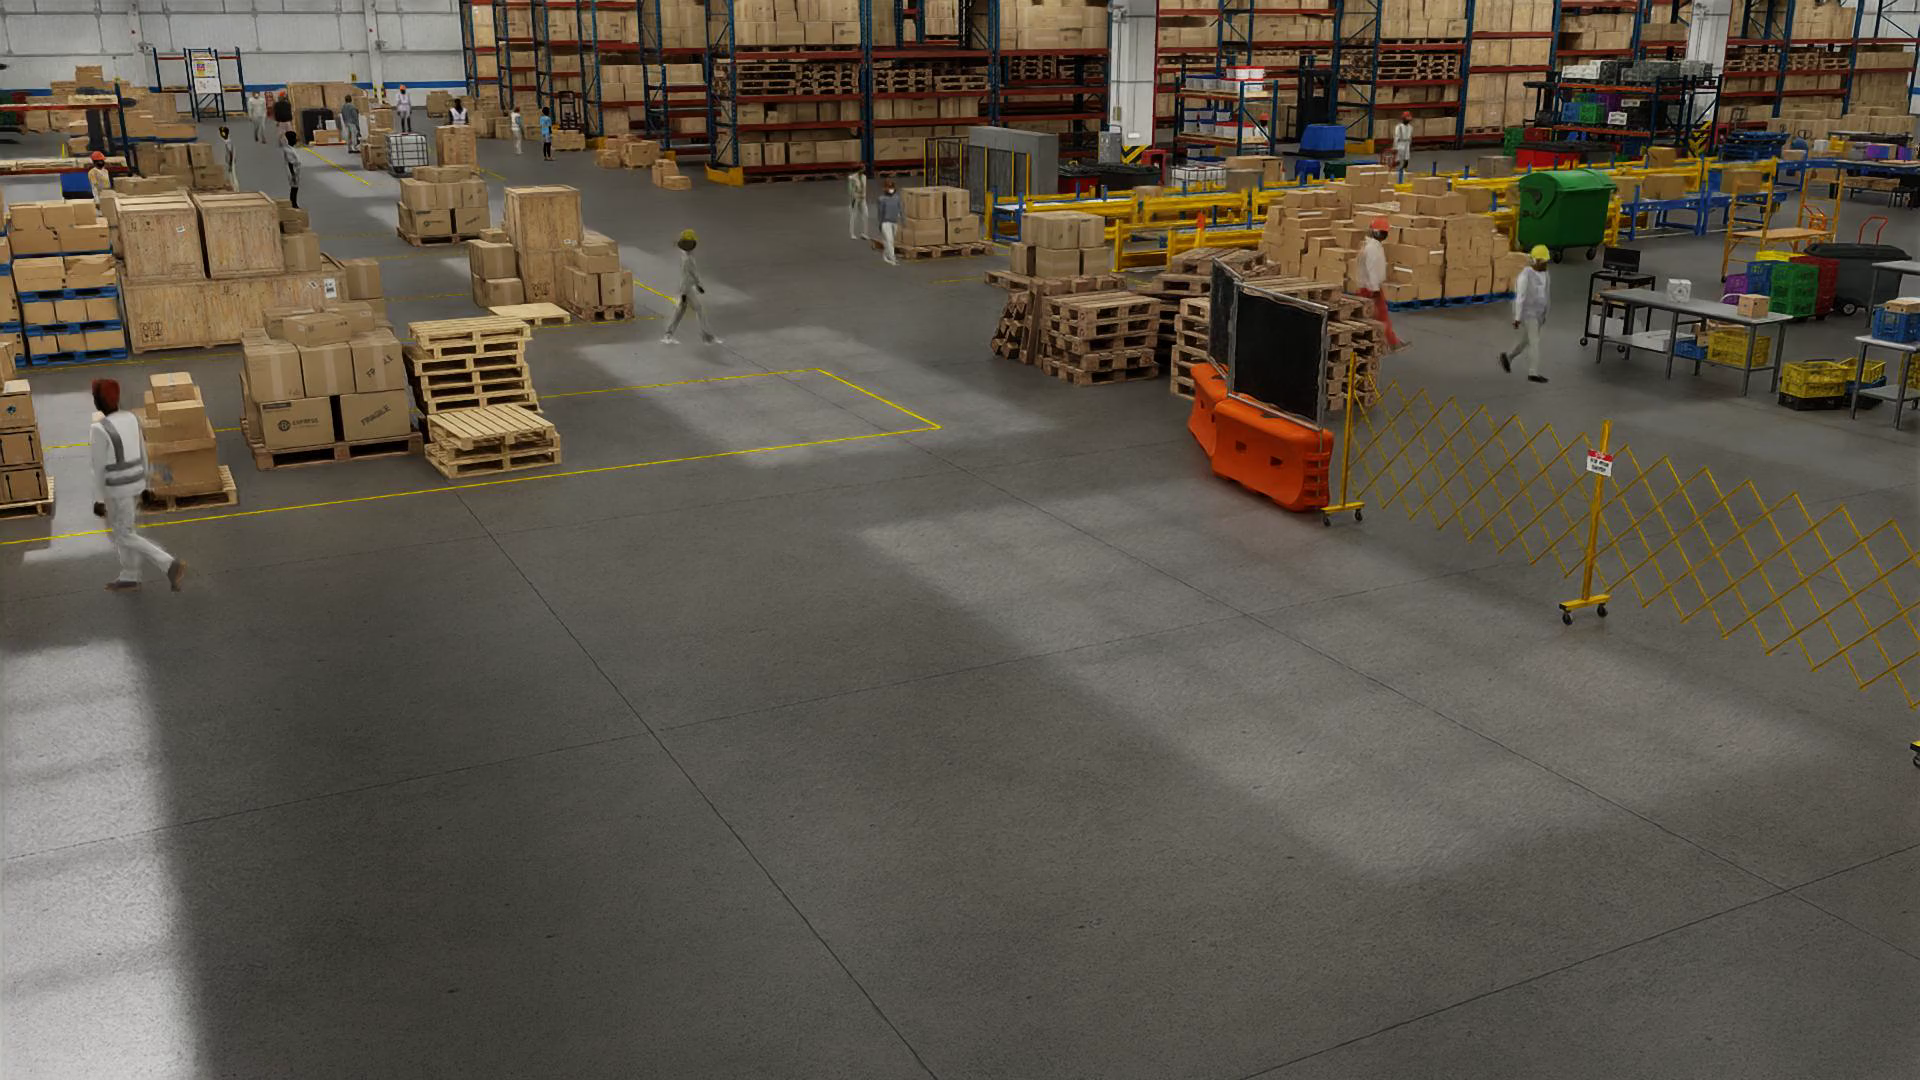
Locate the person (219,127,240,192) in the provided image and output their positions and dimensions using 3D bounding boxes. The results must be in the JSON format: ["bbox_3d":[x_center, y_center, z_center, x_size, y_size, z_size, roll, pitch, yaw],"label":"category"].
[{"bbox_3d":[-18.532,-9.535,42.200,0.334,1.865,0.517,-8,19,-22],"label":"person"}]

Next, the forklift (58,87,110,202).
[{"bbox_3d":[-21.836,-10.006,42.028,1.873,2.768,1.129,-9,20,-26],"label":"forklift"}]

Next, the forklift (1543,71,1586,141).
[{"bbox_3d":[18.685,-13.231,52.085,1.873,2.768,1.129,-9,20,-26],"label":"forklift"}]

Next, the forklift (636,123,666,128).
[{"bbox_3d":[-12.498,-18.233,67.677,1.873,2.768,1.129,-9,20,-26],"label":"forklift"}]

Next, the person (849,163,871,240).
[{"bbox_3d":[-2.121,-7.141,35.124,0.546,1.606,0.652,-15,23,-39],"label":"person"}]

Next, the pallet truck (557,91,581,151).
[{"bbox_3d":[-13.495,-14.412,57.188,0.823,1.965,1.885,-3,18,-9],"label":"pallet truck"}]

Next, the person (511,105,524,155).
[{"bbox_3d":[-14.802,-13.708,55.596,0.332,1.637,0.546,-15,23,-39],"label":"person"}]

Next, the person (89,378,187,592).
[{"bbox_3d":[-6.869,-0.423,13.793,0.764,1.866,0.576,2,18,6],"label":"person"}]

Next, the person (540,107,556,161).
[{"bbox_3d":[-13.240,-13.028,53.359,0.316,1.695,0.542,-15,23,-39],"label":"person"}]

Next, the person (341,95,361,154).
[{"bbox_3d":[-20.487,-13.986,55.955,0.630,1.940,0.372,9,20,26],"label":"person"}]

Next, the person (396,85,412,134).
[{"bbox_3d":[-21.511,-16.655,64.358,0.561,1.895,0.978,-10,20,-29],"label":"person"}]

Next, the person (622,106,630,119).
[{"bbox_3d":[-12.433,-15.602,61.148,0.633,1.842,0.429,-12,22,-34],"label":"person"}]

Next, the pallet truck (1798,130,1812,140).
[{"bbox_3d":[25.526,-11.556,49.408,1.630,1.274,0.653,-9,20,-26],"label":"pallet truck"}]

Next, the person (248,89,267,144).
[{"bbox_3d":[-25.375,-15.314,60.120,0.644,1.924,0.663,-14,22,-36],"label":"person"}]

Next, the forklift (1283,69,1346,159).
[{"bbox_3d":[11.615,-13.871,54.079,1.129,2.768,1.873,-9,20,-27],"label":"forklift"}]

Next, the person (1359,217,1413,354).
[{"bbox_3d":[5.895,-3.577,23.496,1.036,1.935,0.656,9,20,26],"label":"person"}]

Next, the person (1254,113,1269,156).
[{"bbox_3d":[8.389,-10.862,46.216,0.370,1.939,0.543,16,24,41],"label":"person"}]

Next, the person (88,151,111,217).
[{"bbox_3d":[-17.573,-6.993,34.149,0.354,1.942,0.545,2,18,6],"label":"person"}]

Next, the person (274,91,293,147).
[{"bbox_3d":[-23.481,-14.576,57.723,0.629,1.980,0.617,-16,24,-41],"label":"person"}]

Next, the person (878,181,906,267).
[{"bbox_3d":[-1.337,-6.081,31.864,0.499,1.594,0.846,-11,21,-30],"label":"person"}]

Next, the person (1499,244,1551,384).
[{"bbox_3d":[7.506,-3.012,21.957,0.599,1.810,0.779,-13,22,-36],"label":"person"}]

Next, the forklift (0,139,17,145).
[{"bbox_3d":[-34.811,-15.426,58.927,1.873,2.768,1.129,-13,22,-35],"label":"forklift"}]

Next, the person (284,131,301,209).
[{"bbox_3d":[-15.832,-8.724,39.510,0.362,1.960,0.612,-5,18,-14],"label":"person"}]

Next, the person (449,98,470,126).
[{"bbox_3d":[-16.334,-13.476,54.429,0.594,1.895,0.667,-14,22,-37],"label":"person"}]

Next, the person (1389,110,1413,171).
[{"bbox_3d":[12.268,-10.897,46.186,0.619,2.028,0.764,-7,19,-22],"label":"person"}]

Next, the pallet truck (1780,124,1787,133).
[{"bbox_3d":[25.206,-12.542,52.601,1.601,1.201,0.680,0,18,-2],"label":"pallet truck"}]

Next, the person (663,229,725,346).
[{"bbox_3d":[-3.940,-3.662,24.155,0.899,1.700,0.488,-2,18,-8],"label":"person"}]
